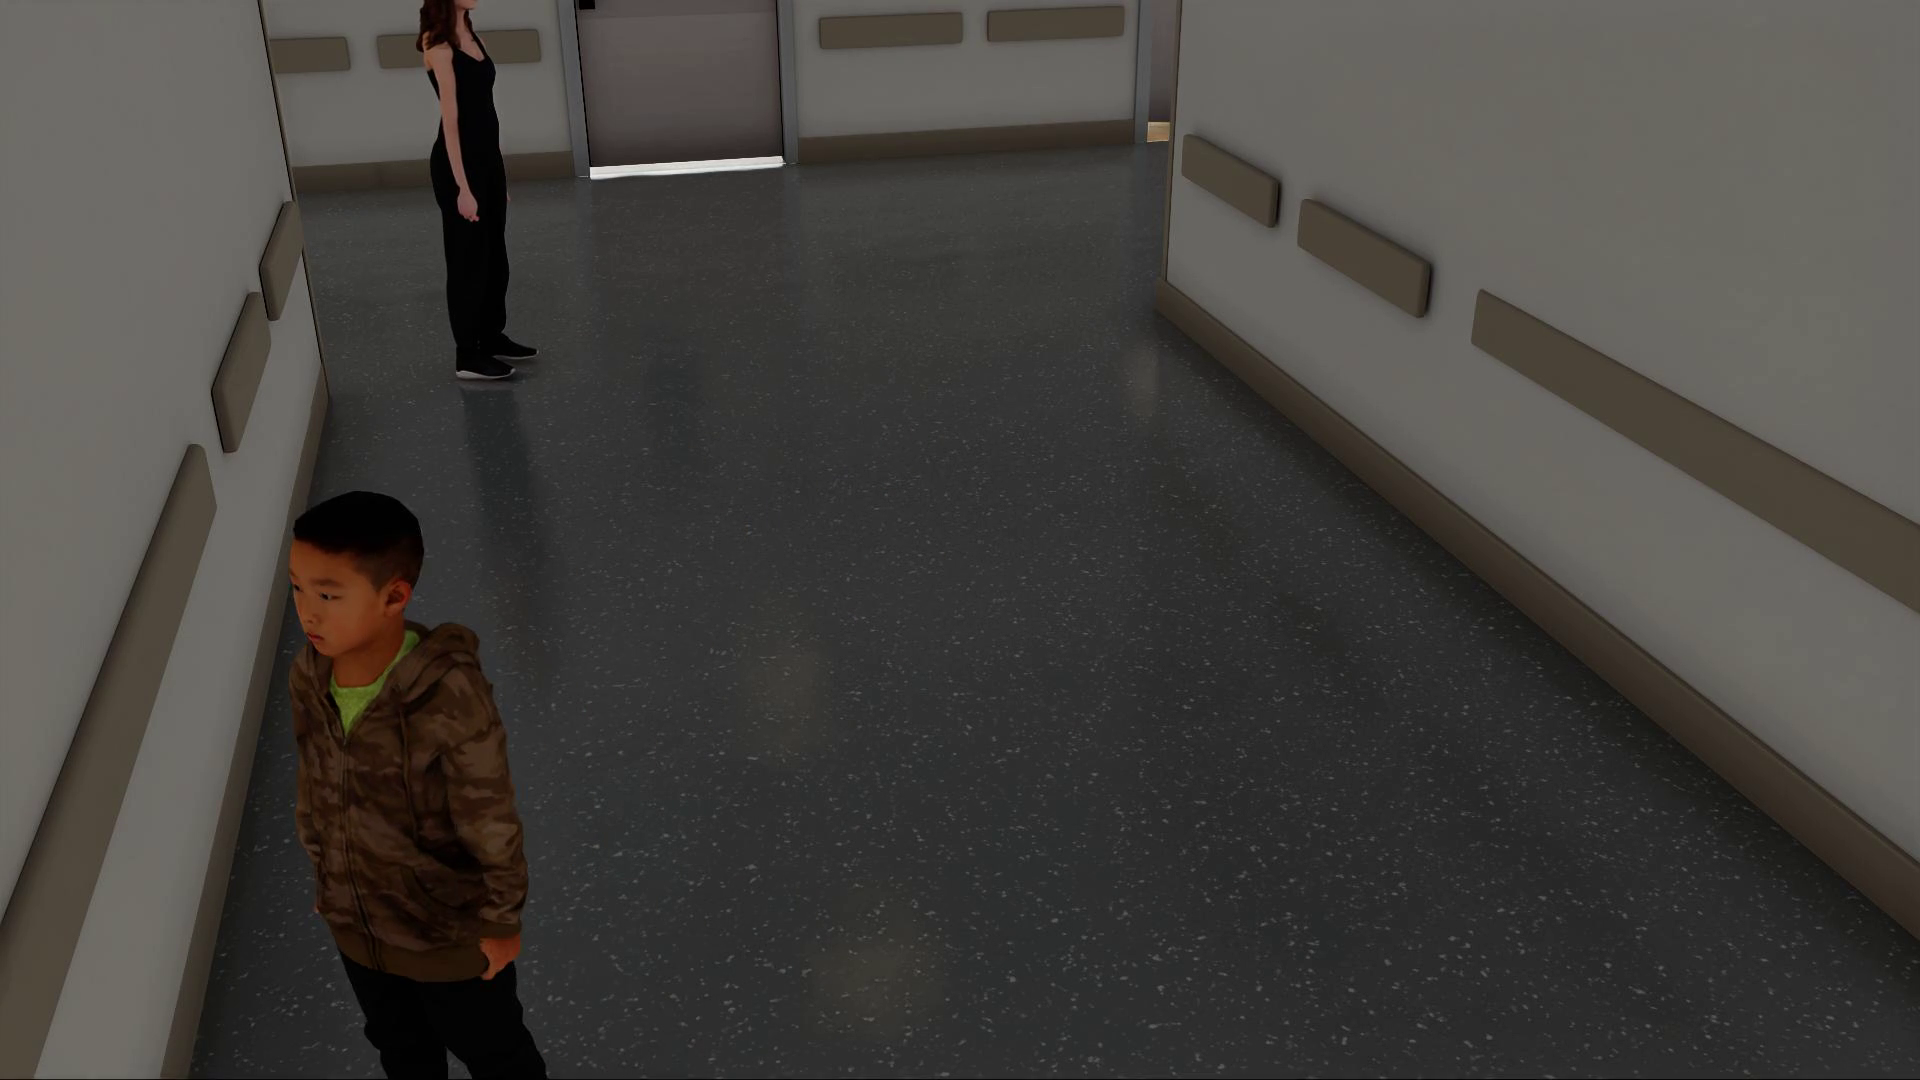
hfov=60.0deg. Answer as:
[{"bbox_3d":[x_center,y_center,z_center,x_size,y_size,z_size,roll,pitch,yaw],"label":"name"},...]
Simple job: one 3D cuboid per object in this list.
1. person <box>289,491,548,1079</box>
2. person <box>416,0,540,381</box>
[{"bbox_3d":[-0.912,0.586,2.826,0.665,1.454,0.744,10,27,19],"label":"person"},{"bbox_3d":[-2.049,-1.534,6.888,0.644,1.745,0.642,4,26,8],"label":"person"}]
